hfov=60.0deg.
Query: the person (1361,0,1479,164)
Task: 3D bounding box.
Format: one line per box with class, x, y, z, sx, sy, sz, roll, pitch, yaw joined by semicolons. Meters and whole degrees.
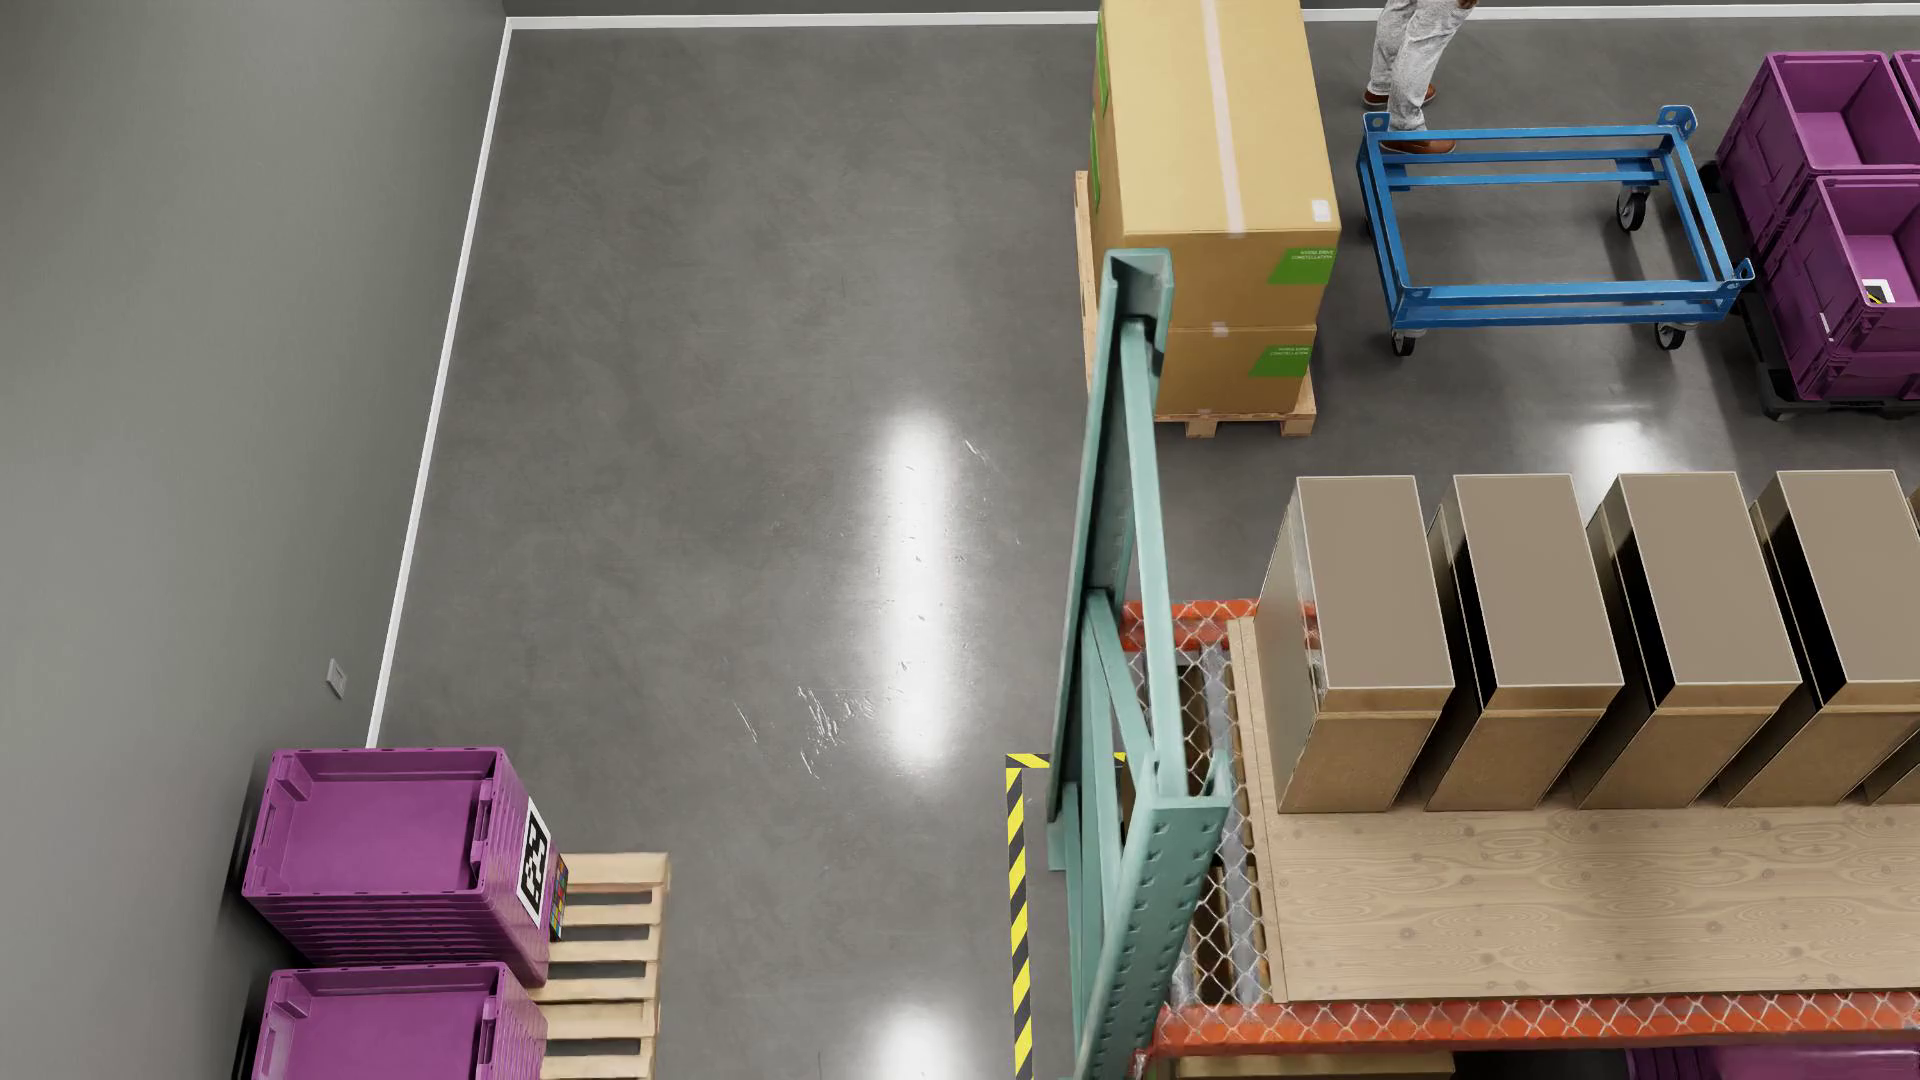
person;1.820;-2.242;6.079;0.373;1.937;0.628;-3;58;-2
